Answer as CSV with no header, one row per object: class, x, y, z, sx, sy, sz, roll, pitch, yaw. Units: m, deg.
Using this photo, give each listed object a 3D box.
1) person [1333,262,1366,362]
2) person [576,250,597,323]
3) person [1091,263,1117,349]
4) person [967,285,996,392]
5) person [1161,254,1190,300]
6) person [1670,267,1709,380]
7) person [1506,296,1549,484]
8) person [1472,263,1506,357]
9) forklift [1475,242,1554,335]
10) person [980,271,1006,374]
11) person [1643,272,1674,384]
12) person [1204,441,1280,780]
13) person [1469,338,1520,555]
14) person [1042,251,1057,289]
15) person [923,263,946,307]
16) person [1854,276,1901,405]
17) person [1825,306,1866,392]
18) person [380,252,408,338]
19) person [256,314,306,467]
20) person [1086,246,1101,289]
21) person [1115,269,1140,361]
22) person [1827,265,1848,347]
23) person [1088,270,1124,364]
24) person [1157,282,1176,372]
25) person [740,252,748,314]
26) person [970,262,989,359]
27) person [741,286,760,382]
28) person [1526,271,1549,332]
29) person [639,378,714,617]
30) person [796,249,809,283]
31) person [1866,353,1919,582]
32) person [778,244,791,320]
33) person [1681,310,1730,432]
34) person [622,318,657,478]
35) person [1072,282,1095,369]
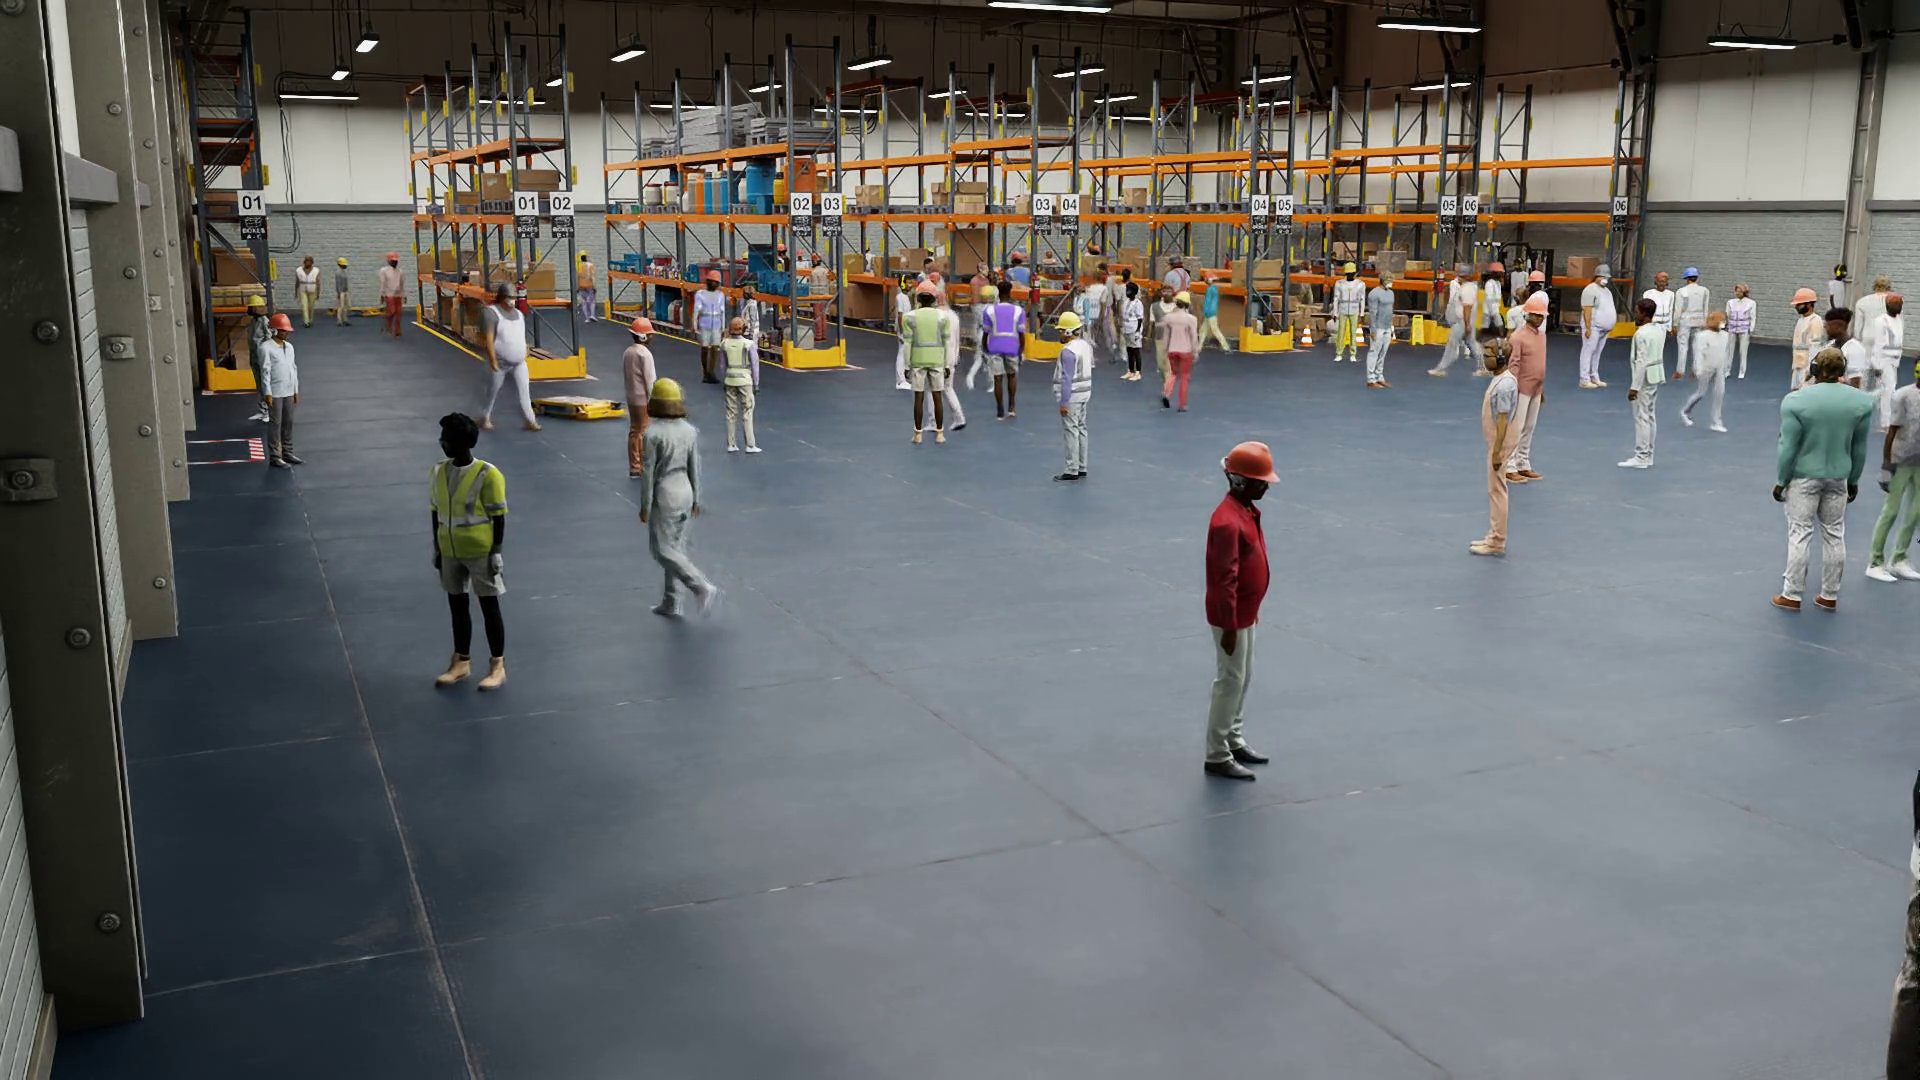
person,7.541,-4.412,32.252,0.594,1.922,0.385,3,12,15
person,-9.886,-6.667,43.813,0.607,1.886,0.508,0,11,2
person,3.032,-4.960,35.339,0.531,1.805,1.016,-8,14,-37
person,0.383,-3.227,26.728,0.485,1.728,0.650,8,14,35
person,4.463,-4.960,34.739,0.685,2.000,0.535,-10,15,-42
person,12.619,-3.736,28.777,0.602,1.939,0.399,-1,11,-6
person,6.087,-1.608,17.825,0.623,1.990,0.388,-10,15,-40
person,10.609,-4.520,32.875,0.991,1.887,0.569,10,15,40
forklift,13.047,-6.049,39.881,2.313,2.155,1.214,-5,12,-23
person,0.592,-3.876,29.725,0.514,1.845,0.336,10,15,43
person,11.778,-3.576,28.113,0.574,1.881,0.358,-2,11,-12
person,1.437,0.354,8.496,0.354,1.738,0.578,4,12,20
person,4.529,-0.784,14.042,0.348,1.839,0.504,3,12,15
person,2.915,-8.627,54.383,0.519,1.645,0.307,1,11,6
person,-0.455,-4.727,34.042,0.823,1.862,0.662,10,15,41
person,13.767,-2.989,24.987,0.631,1.939,0.372,9,14,38
person,8.974,-1.379,16.808,0.478,1.945,0.792,0,11,-2
person,-13.038,-5.643,38.361,0.439,1.979,0.648,9,14,38
person,-7.721,-1.702,18.951,0.352,1.741,0.569,3,12,15
person,3.658,-6.974,45.147,0.610,1.992,1.080,2,11,12
person,3.260,-4.321,32.098,0.546,1.819,1.024,-1,11,-3
person,17.369,-4.502,32.886,0.535,1.862,0.400,-7,13,-30
person,2.671,-4.236,31.698,0.953,1.793,0.564,-7,13,-33
person,3.757,-3.834,30.061,0.313,1.634,0.514,-3,11,-14
person,-6.071,-7.300,47.360,0.350,1.758,0.521,2,11,10
person,0.449,-4.537,32.928,0.407,1.910,0.639,5,12,24
person,-3.582,-3.523,28.457,0.307,1.641,0.512,-3,12,-15
person,9.366,-3.417,27.161,0.367,1.935,0.552,9,14,37
person,-1.985,-0.278,11.739,0.623,1.723,0.497,7,13,33
person,-5.022,-8.274,52.354,0.577,1.737,0.354,-3,12,-15
person,7.414,-0.576,12.969,0.557,1.850,0.392,-3,12,-15
person,-4.771,-6.932,44.755,0.377,2.045,0.605,6,12,27
person,9.968,-2.271,22.176,0.529,1.606,0.714,-4,12,-17
person,-3.430,-1.527,18.022,0.335,1.753,0.563,-8,14,-35
person,2.276,-3.976,30.834,0.389,1.611,0.542,-4,12,-19
